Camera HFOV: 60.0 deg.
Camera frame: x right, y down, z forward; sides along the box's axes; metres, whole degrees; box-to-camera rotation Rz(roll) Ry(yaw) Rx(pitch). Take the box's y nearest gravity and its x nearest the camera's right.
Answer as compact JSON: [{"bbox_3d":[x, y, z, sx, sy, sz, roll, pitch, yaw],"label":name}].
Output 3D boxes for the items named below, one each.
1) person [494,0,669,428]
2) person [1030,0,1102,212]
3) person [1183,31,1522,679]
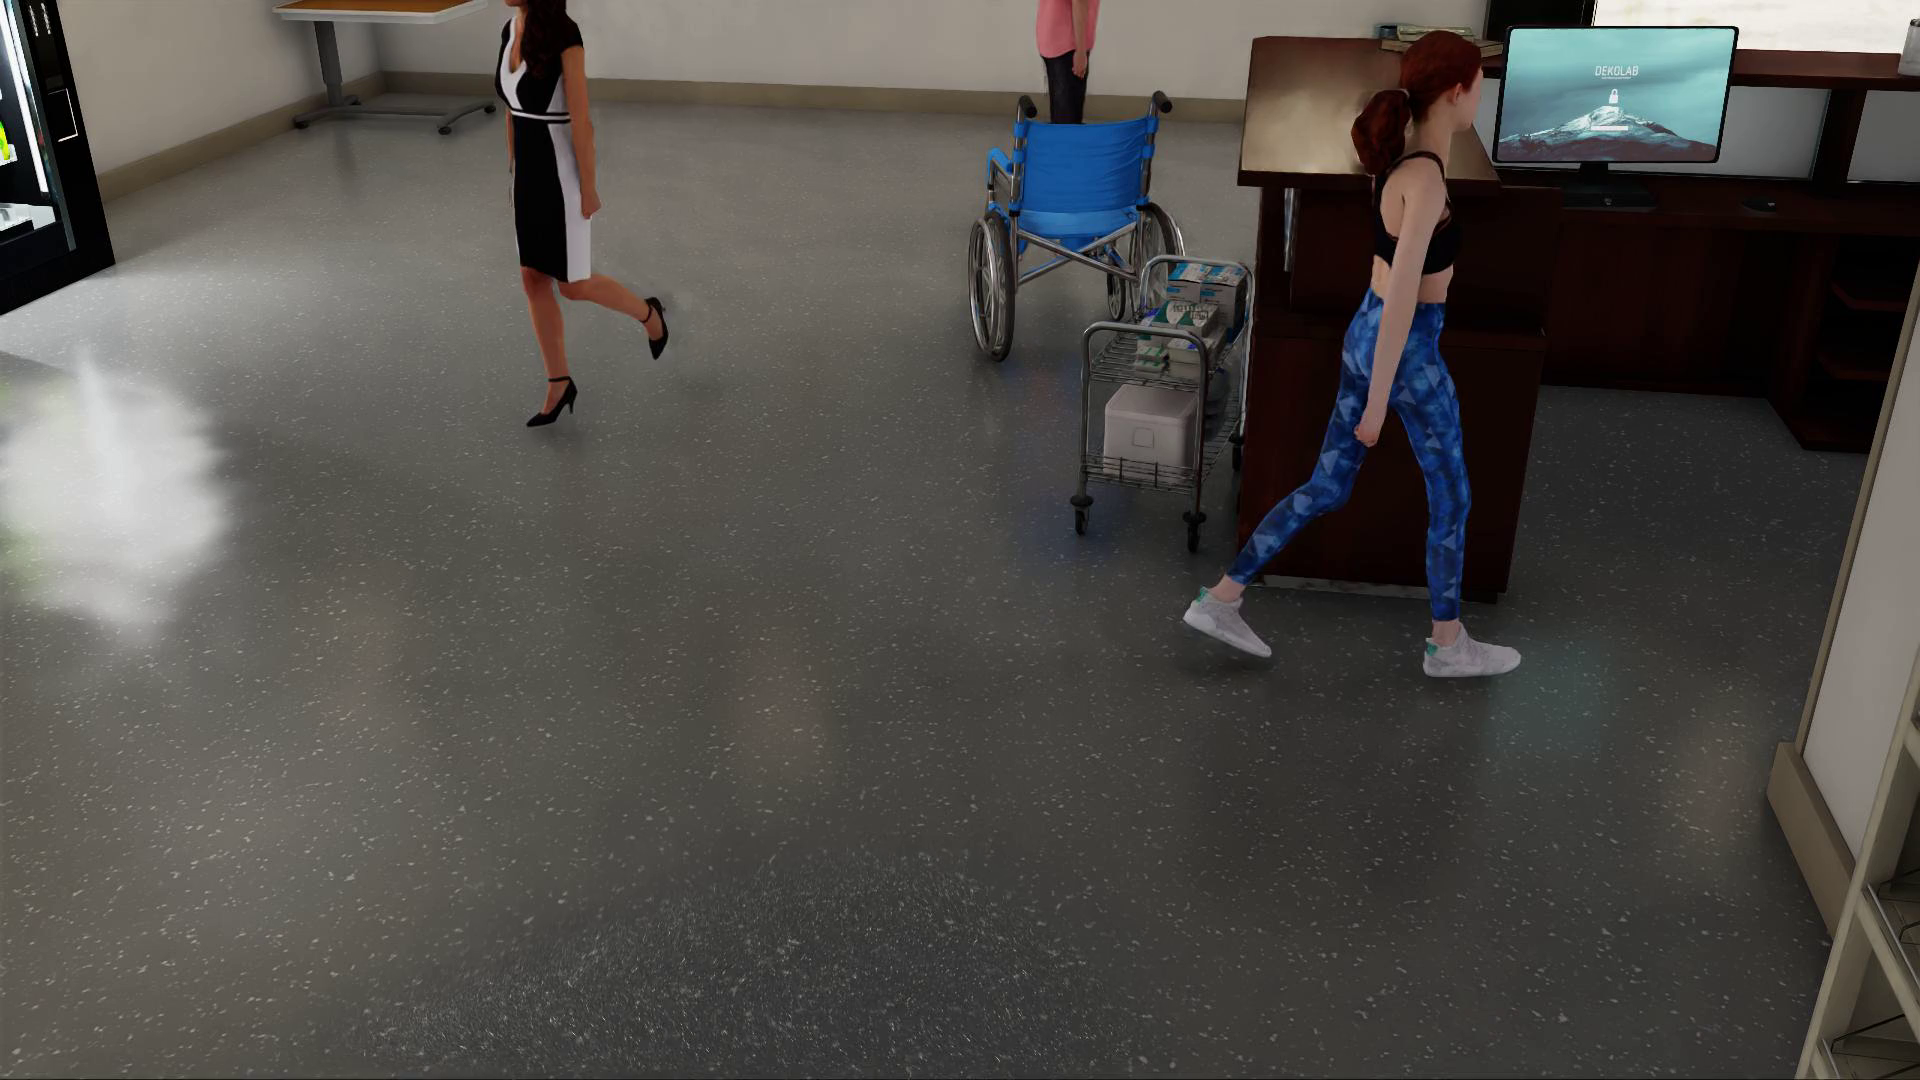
[{"bbox_3d":[-1.468,-1.323,6.270,0.862,1.780,1.017,20,32,36],"label":"person"},{"bbox_3d":[0.537,-2.588,8.701,0.797,1.948,0.682,-6,26,-12],"label":"person"},{"bbox_3d":[1.046,-0.413,4.418,0.812,1.750,1.152,0,26,0],"label":"person"}]
